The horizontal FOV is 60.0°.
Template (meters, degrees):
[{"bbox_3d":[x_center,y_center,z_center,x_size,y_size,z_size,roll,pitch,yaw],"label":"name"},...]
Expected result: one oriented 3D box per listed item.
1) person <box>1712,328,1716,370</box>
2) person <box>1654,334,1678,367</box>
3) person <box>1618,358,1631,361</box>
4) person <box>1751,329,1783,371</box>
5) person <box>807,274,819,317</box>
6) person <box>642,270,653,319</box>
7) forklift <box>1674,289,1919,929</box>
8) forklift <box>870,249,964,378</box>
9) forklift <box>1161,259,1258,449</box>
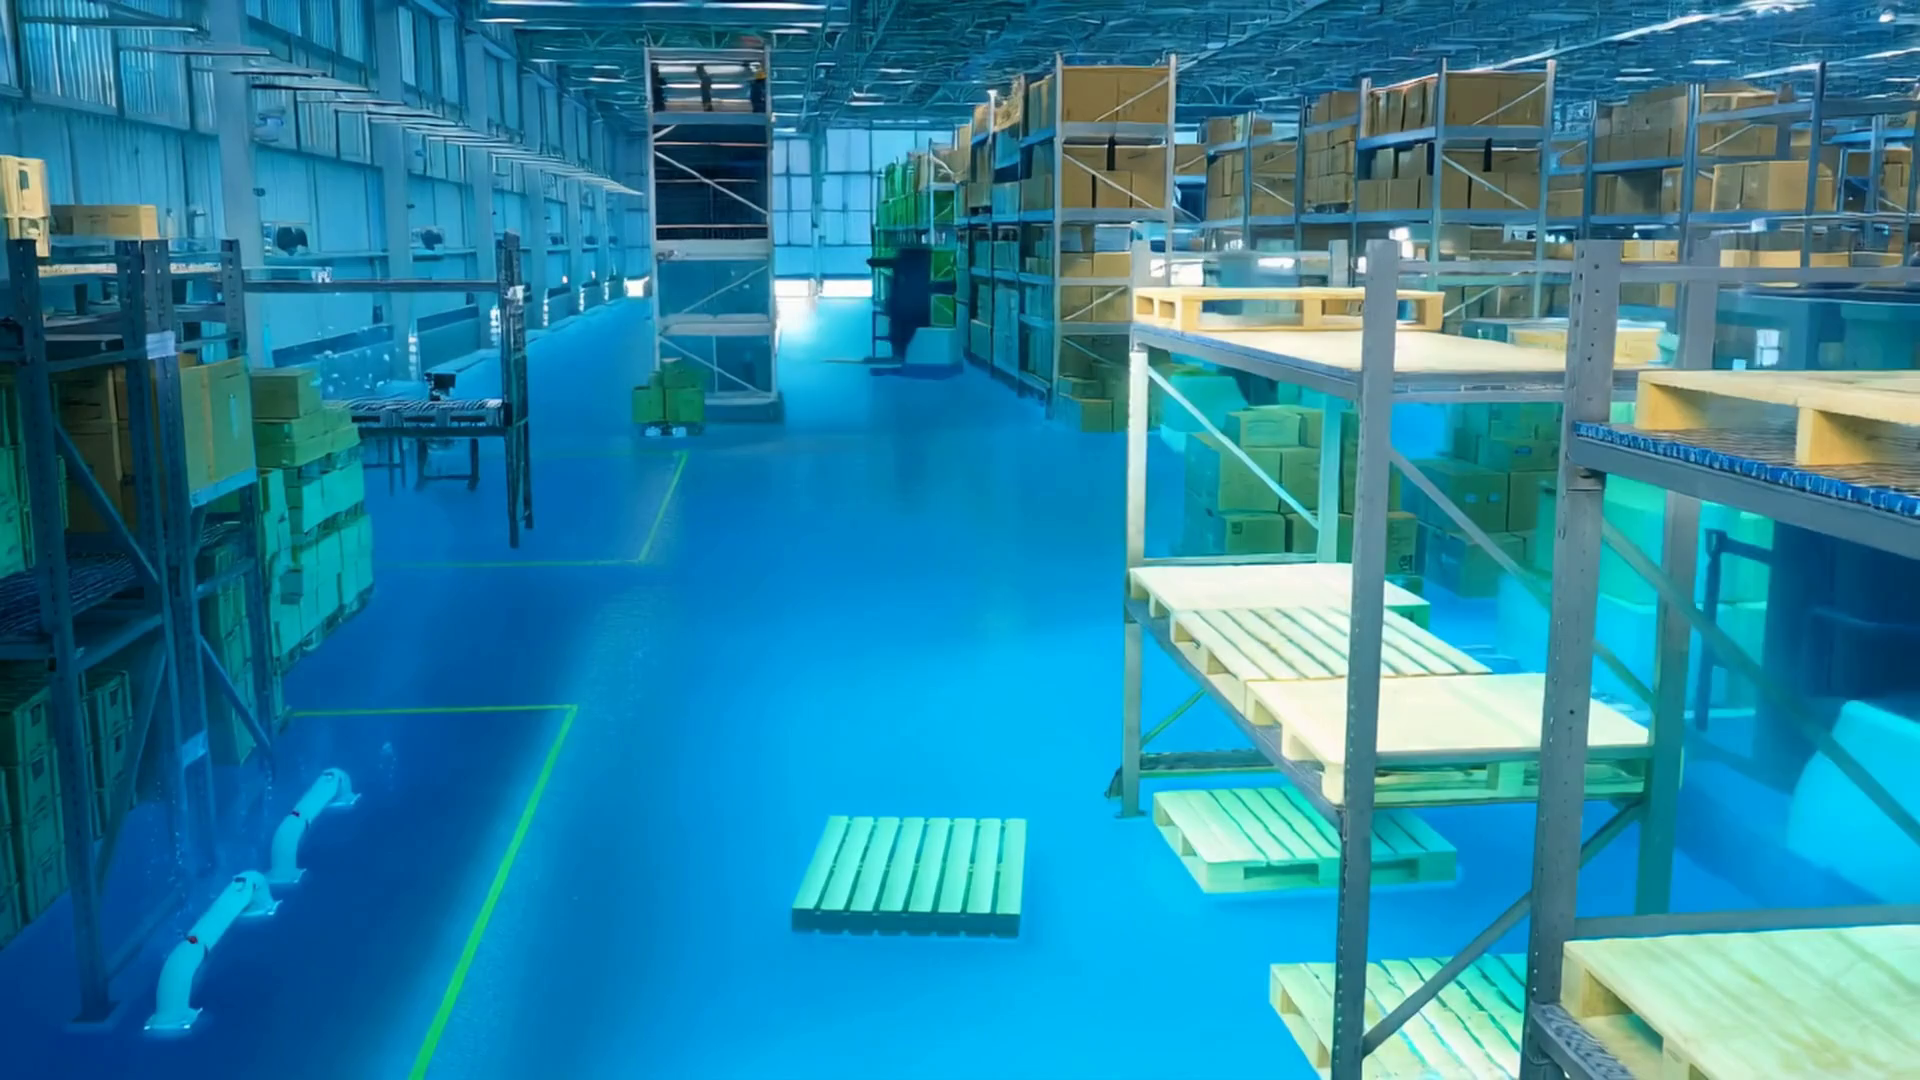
[{"bbox_3d":[10.760,-2.308,24.387,0.730,1.921,0.545,-2,10,-11],"label":"person"},{"bbox_3d":[8.157,-1.378,19.116,0.942,1.952,0.651,-3,11,-15],"label":"person"},{"bbox_3d":[6.859,-1.025,17.613,0.470,1.803,0.703,7,12,33],"label":"person"},{"bbox_3d":[14.039,-3.144,29.121,0.565,1.877,0.997,-4,11,-21],"label":"person"},{"bbox_3d":[-5.848,-9.737,66.194,0.495,1.696,0.927,0,10,0],"label":"person"},{"bbox_3d":[-12.050,-9.526,64.460,0.400,1.893,0.658,8,13,37],"label":"person"},{"bbox_3d":[4.243,0.306,7.240,1.129,2.768,1.873,-2,10,-10],"label":"forklift"},{"bbox_3d":[-0.932,-5.023,36.765,1.873,2.768,1.129,4,11,19],"label":"forklift"},{"bbox_3d":[3.958,-2.724,24.027,1.873,2.768,1.129,-1,10,-7],"label":"forklift"}]
